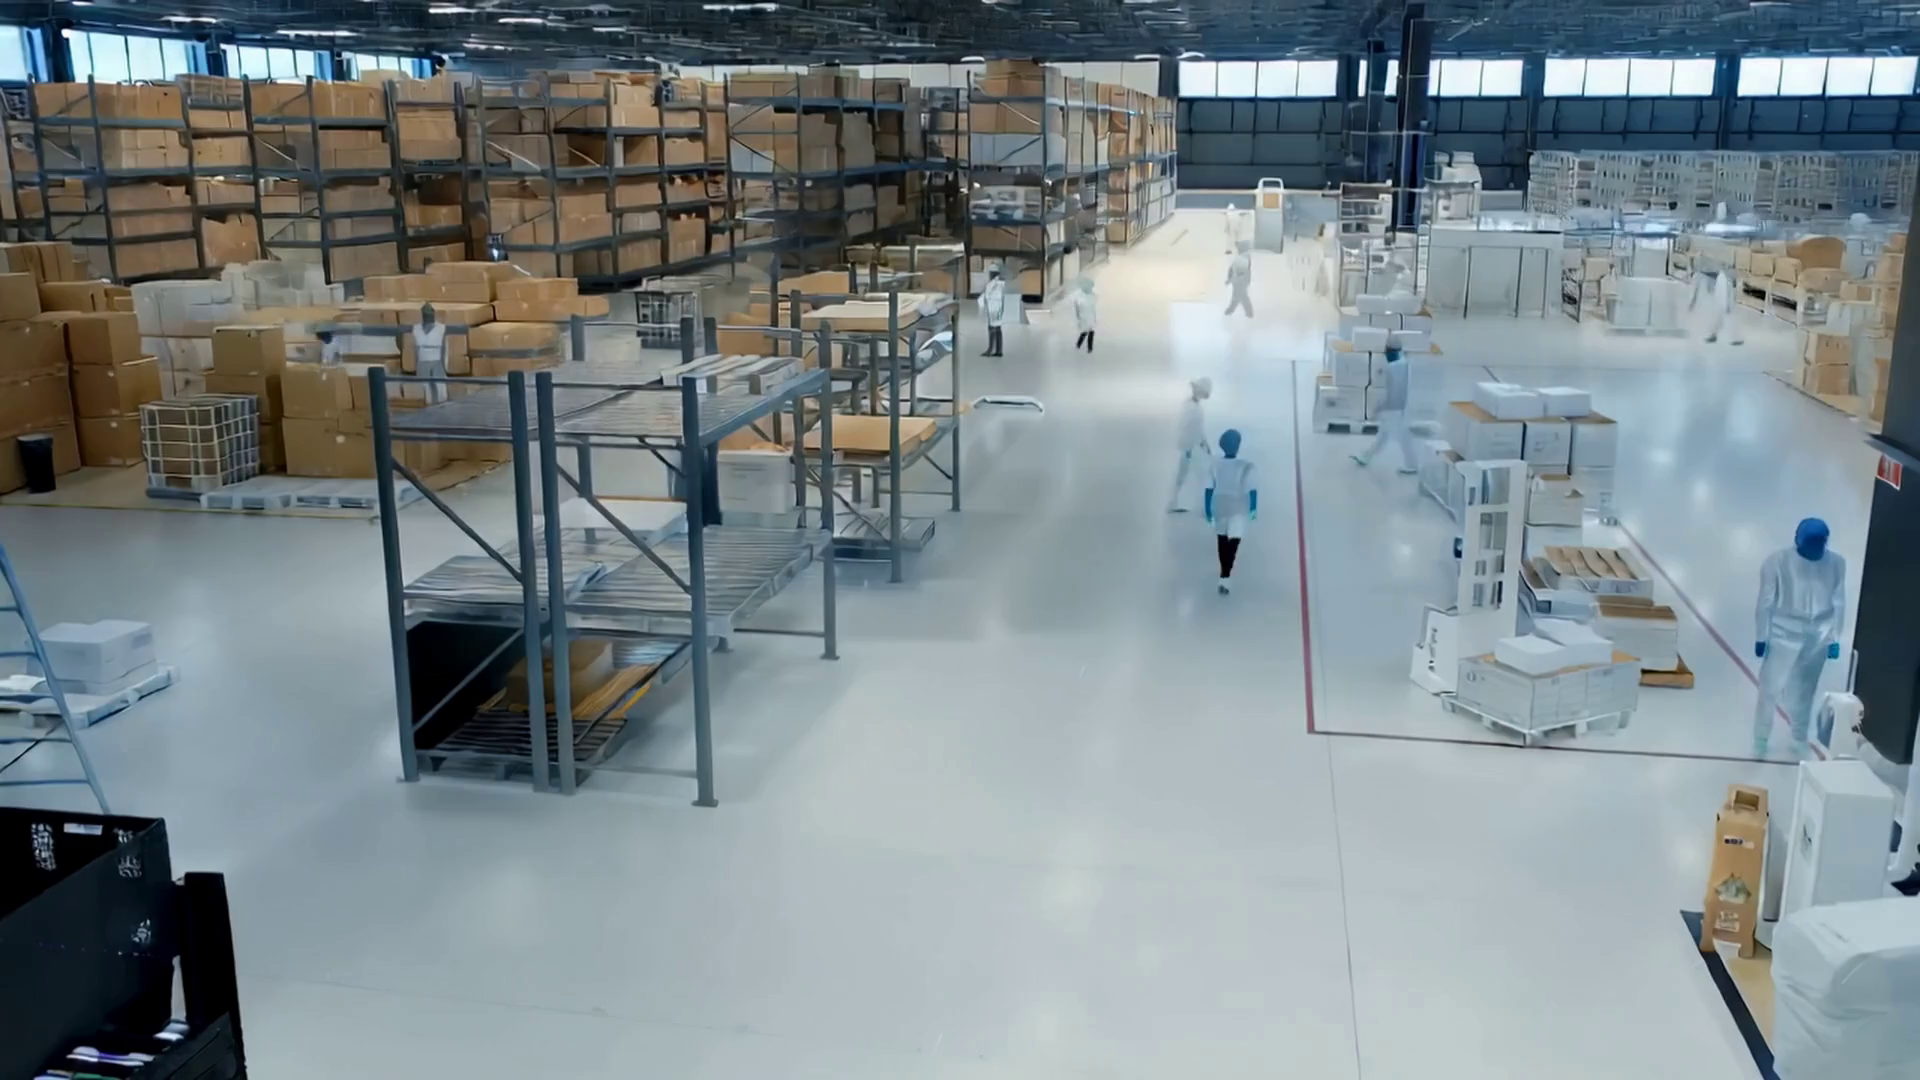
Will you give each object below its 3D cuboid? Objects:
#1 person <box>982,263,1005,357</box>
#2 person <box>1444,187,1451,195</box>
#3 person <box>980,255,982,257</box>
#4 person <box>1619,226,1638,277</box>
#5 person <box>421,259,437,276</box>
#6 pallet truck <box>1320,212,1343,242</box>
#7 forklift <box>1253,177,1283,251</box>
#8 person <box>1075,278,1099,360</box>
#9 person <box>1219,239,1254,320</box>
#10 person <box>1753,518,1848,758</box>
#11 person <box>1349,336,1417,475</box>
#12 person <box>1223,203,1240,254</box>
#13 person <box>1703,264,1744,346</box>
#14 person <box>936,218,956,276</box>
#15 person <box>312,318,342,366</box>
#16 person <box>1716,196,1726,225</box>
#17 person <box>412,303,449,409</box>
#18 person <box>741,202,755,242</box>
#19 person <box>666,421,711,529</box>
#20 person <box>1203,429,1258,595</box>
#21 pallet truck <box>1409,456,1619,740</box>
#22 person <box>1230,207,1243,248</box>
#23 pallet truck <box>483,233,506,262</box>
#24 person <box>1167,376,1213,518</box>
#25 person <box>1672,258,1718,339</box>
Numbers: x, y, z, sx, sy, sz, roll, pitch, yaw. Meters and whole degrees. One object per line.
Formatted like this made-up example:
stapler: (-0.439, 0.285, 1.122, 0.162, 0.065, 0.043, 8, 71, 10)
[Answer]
person: (0.678, -4.758, 34.462, 0.373, 1.934, 0.552, -11, 18, -38)
person: (23.545, -16.157, 80.621, 0.396, 1.993, 0.618, -9, 16, -32)
person: (0.853, -9.281, 53.320, 0.535, 1.697, 0.322, -7, 15, -26)
person: (20.943, -8.987, 52.168, 0.549, 1.678, 0.572, 3, 14, 11)
person: (-11.477, -5.142, 36.091, 0.613, 1.901, 1.058, -11, 18, -38)
pallet truck: (15.874, -13.227, 70.310, 0.680, 1.201, 1.601, 10, 17, 35)
forklift: (12.083, -12.747, 64.956, 1.129, 2.768, 1.873, 3, 14, 10)
person: (2.593, -4.526, 34.030, 0.550, 1.685, 0.416, -6, 15, -25)
person: (6.944, -6.487, 41.271, 1.018, 2.000, 0.679, 8, 16, 30)
person: (6.245, 0.730, 12.381, 0.634, 1.841, 0.429, 1, 14, 4)
person: (5.856, -1.842, 22.740, 0.982, 1.875, 0.599, 7, 15, 26)
person: (10.277, -11.800, 63.050, 0.629, 1.940, 0.376, -2, 14, -7)
person: (16.778, -5.148, 36.399, 0.679, 1.773, 0.641, 0, 14, 0)
person: (-0.433, -9.425, 53.551, 0.679, 1.860, 0.952, 1, 14, 3)
person: (-9.327, -2.324, 24.624, 0.395, 1.923, 0.552, -8, 16, -30)
person: (32.701, -13.898, 71.696, 0.709, 1.887, 0.652, 5, 15, 19)
person: (-8.507, -2.852, 26.763, 0.587, 1.920, 0.392, 1, 14, 6)
person: (-8.393, -12.272, 65.070, 0.974, 1.884, 0.544, 3, 14, 11)
person: (-2.764, -0.454, 17.216, 0.547, 1.821, 0.625, -9, 16, -32)
person: (2.731, -0.297, 16.922, 0.531, 1.660, 0.855, 7, 15, 26)
pallet truck: (4.504, 0.400, 13.395, 0.823, 1.965, 1.885, -6, 15, -23)
person: (10.974, -12.416, 66.184, 0.514, 1.612, 0.598, 9, 17, 33)
pallet truck: (-11.832, -7.026, 43.548, 1.885, 1.965, 0.823, 8, 16, 28)
person: (2.859, -1.122, 20.124, 0.724, 1.726, 0.574, 2, 14, 9)
person: (16.550, -5.389, 37.258, 0.875, 1.837, 0.508, 2, 14, 8)
